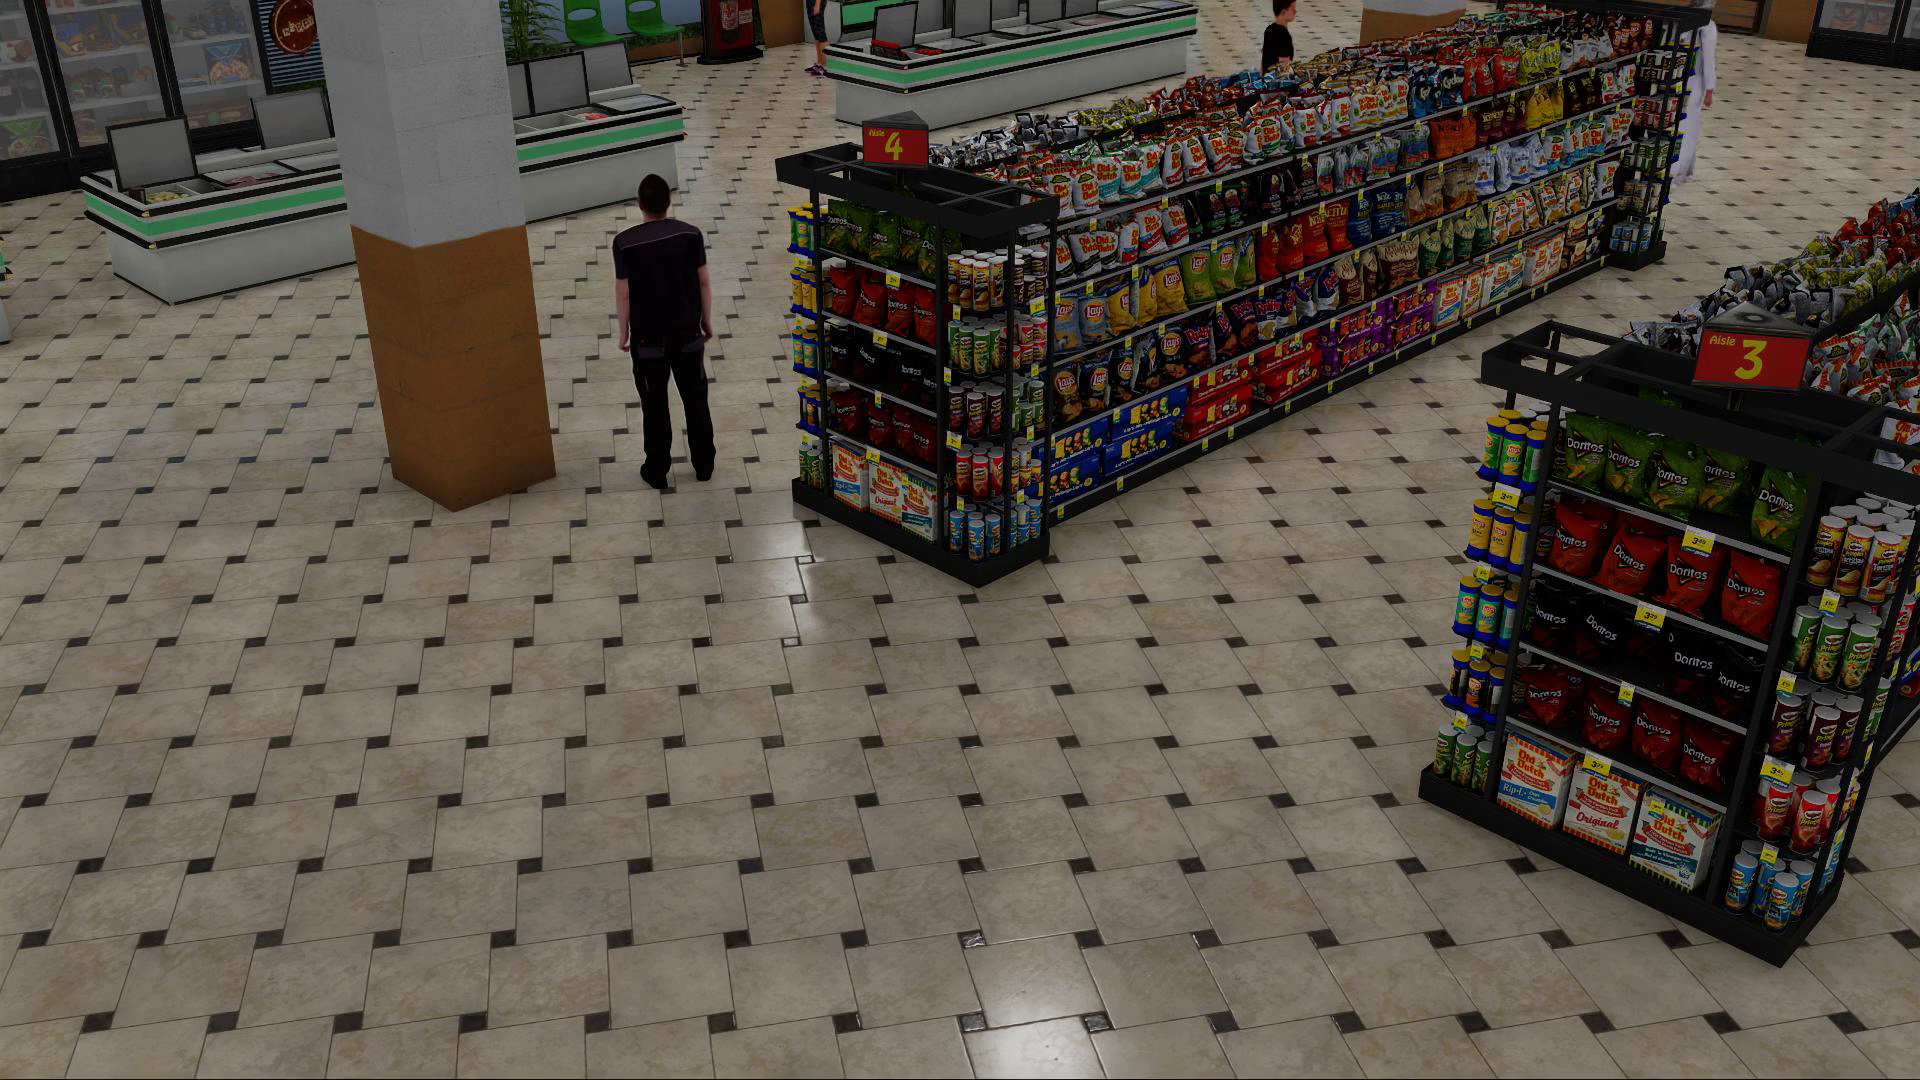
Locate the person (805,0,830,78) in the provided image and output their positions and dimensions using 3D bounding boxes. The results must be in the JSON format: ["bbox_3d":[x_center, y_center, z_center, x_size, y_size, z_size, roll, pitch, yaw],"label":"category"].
[{"bbox_3d":[-1.739,-6.567,20.283,0.675,1.729,0.656,-9,28,-17],"label":"person"}]

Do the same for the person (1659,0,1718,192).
[{"bbox_3d":[6.603,-4.162,15.339,1.022,1.912,0.938,-6,28,-12],"label":"person"}]

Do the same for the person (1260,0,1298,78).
[{"bbox_3d":[2.782,-4.062,15.270,1.277,1.794,1.173,-2,27,-3],"label":"person"}]

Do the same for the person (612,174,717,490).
[{"bbox_3d":[-1.684,-1.191,9.553,0.689,1.846,0.848,-10,29,-19],"label":"person"}]
